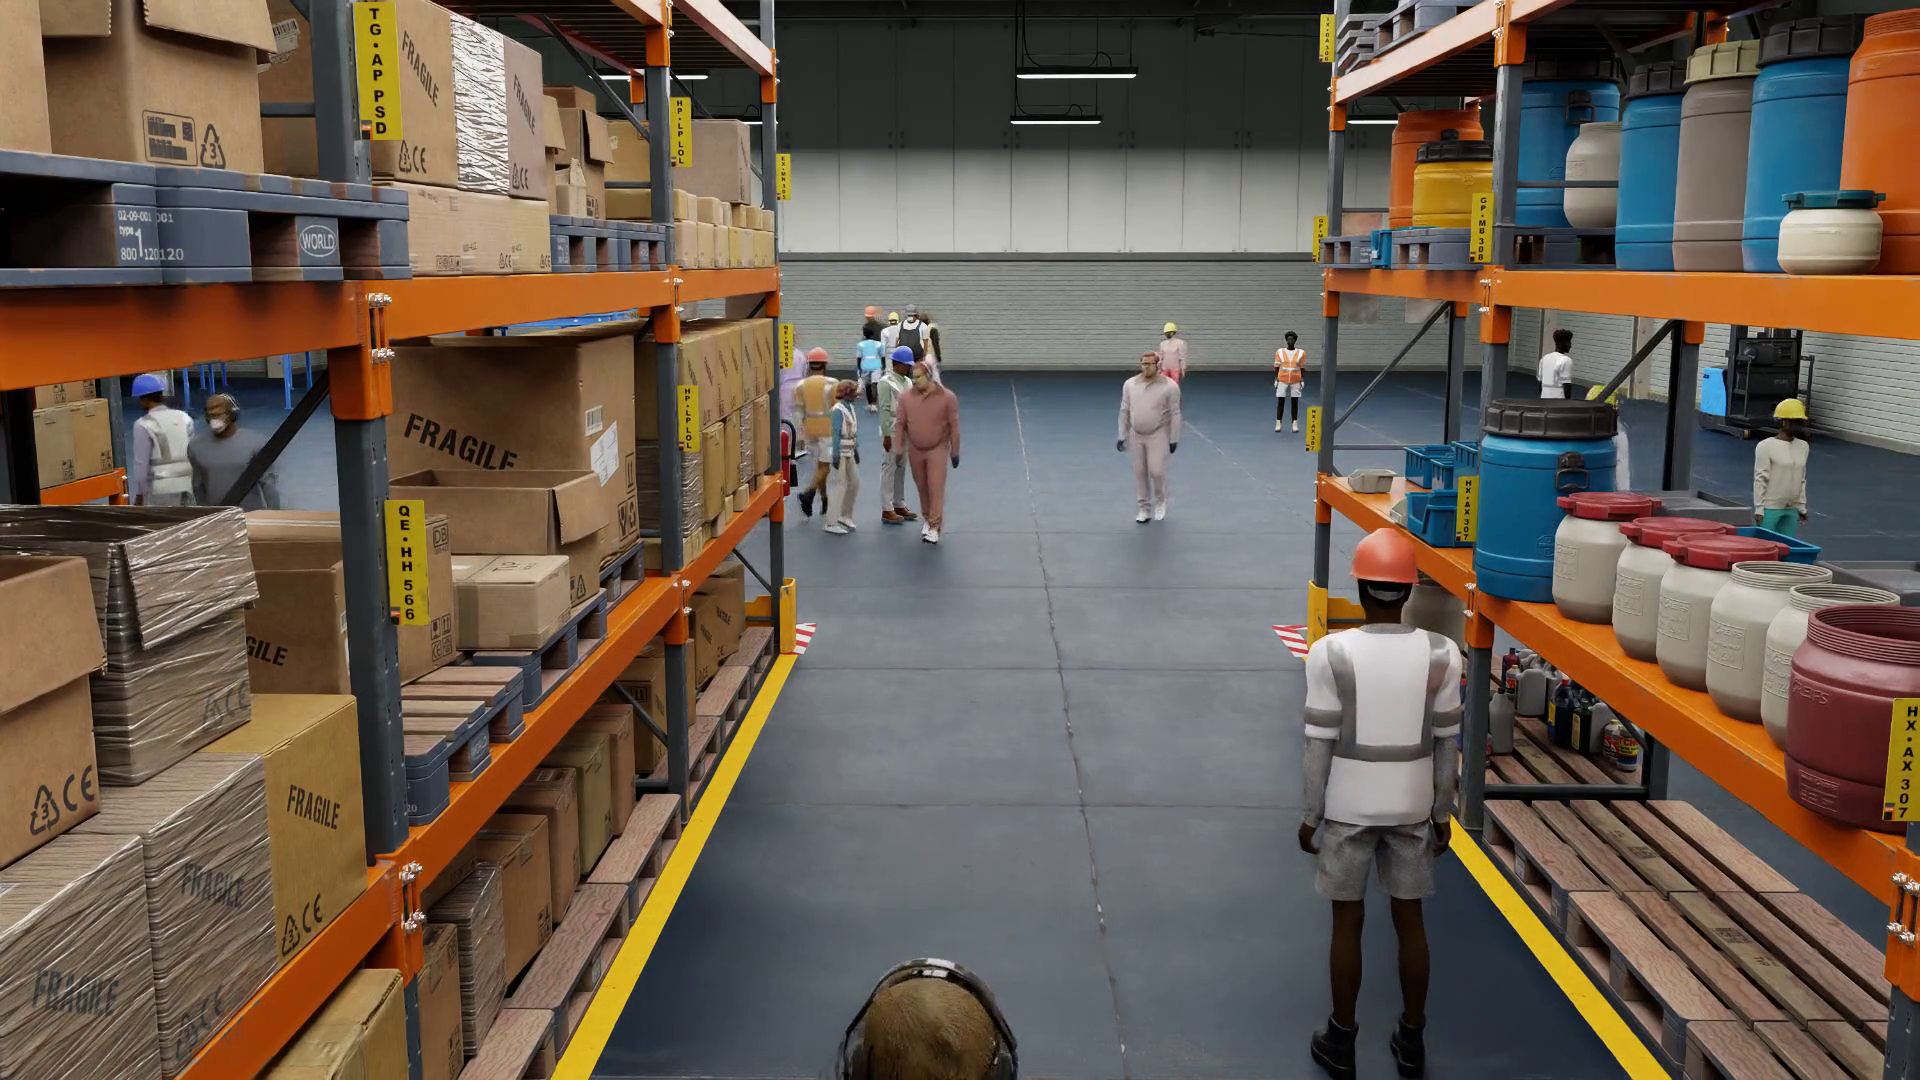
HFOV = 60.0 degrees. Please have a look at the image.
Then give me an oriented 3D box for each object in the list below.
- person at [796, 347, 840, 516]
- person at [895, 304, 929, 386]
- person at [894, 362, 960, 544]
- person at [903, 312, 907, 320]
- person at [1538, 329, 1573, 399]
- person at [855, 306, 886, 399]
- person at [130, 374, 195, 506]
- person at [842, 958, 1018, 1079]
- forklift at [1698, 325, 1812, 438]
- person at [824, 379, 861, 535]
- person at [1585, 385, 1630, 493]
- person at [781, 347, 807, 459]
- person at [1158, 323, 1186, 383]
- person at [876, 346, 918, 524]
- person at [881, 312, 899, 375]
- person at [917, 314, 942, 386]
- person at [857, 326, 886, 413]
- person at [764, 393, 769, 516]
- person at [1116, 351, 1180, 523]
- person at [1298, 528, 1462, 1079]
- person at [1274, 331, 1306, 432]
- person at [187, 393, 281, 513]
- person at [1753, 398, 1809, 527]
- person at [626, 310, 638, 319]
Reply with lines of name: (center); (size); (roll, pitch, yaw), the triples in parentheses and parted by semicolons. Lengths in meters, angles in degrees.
person: (-1.609, -1.210, 18.713); (0.555, 1.907, 0.829); (4, 10, 24)
person: (-0.979, -3.660, 33.096); (0.681, 2.000, 0.538); (2, 10, 13)
person: (-0.340, -0.915, 17.152); (0.636, 1.848, 1.014); (3, 10, 17)
person: (-1.249, -5.052, 42.610); (0.815, 1.603, 0.518); (2, 10, 14)
person: (8.050, -1.868, 22.463); (0.367, 1.963, 0.609); (-3, 10, -16)
person: (-1.868, -3.923, 34.877); (0.618, 1.936, 0.993); (9, 13, 44)
person: (-6.781, -0.453, 14.122); (0.665, 1.911, 0.627); (2, 10, 14)
person: (-0.053, 1.509, 2.418); (0.641, 1.898, 0.946); (1, 9, 4)
forklift: (13.248, -3.165, 27.620); (1.129, 2.768, 1.873); (0, 9, 1)
person: (-1.244, -0.894, 17.666); (0.354, 1.618, 0.543); (2, 10, 12)
person: (5.503, -0.447, 14.463); (0.942, 1.786, 0.585); (1, 9, 3)
person: (-2.535, -2.115, 24.278); (0.986, 1.866, 0.651); (8, 13, 41)
person: (3.873, -3.123, 30.628); (0.548, 1.746, 0.426); (7, 12, 35)
person: (-0.681, -1.174, 18.381); (0.403, 1.940, 0.602); (5, 11, 28)
person: (-1.352, -3.778, 34.332); (0.586, 1.821, 0.403); (-2, 10, -12)
person: (-0.744, -3.966, 35.648); (1.026, 1.761, 0.698); (-6, 11, -31)
person: (-1.698, -3.258, 31.763); (0.536, 1.642, 0.907); (1, 9, 3)
person: (-2.326, -1.147, 18.598); (0.511, 1.814, 0.781); (3, 10, 17)
person: (2.052, -1.129, 18.267); (0.648, 1.891, 0.448); (5, 11, 27)
person: (1.459, 0.919, 5.848); (0.551, 1.934, 0.373); (0, 9, -2)
person: (5.567, -2.677, 28.107); (0.533, 1.697, 0.319); (1, 10, 9)
person: (-5.415, -0.178, 12.552); (0.647, 1.909, 0.845); (0, 9, -2)
person: (6.607, -0.256, 13.394); (0.523, 1.771, 0.310); (-4, 10, -20)
person: (-6.349, -3.507, 32.365); (0.432, 1.928, 0.639); (-4, 10, -24)
